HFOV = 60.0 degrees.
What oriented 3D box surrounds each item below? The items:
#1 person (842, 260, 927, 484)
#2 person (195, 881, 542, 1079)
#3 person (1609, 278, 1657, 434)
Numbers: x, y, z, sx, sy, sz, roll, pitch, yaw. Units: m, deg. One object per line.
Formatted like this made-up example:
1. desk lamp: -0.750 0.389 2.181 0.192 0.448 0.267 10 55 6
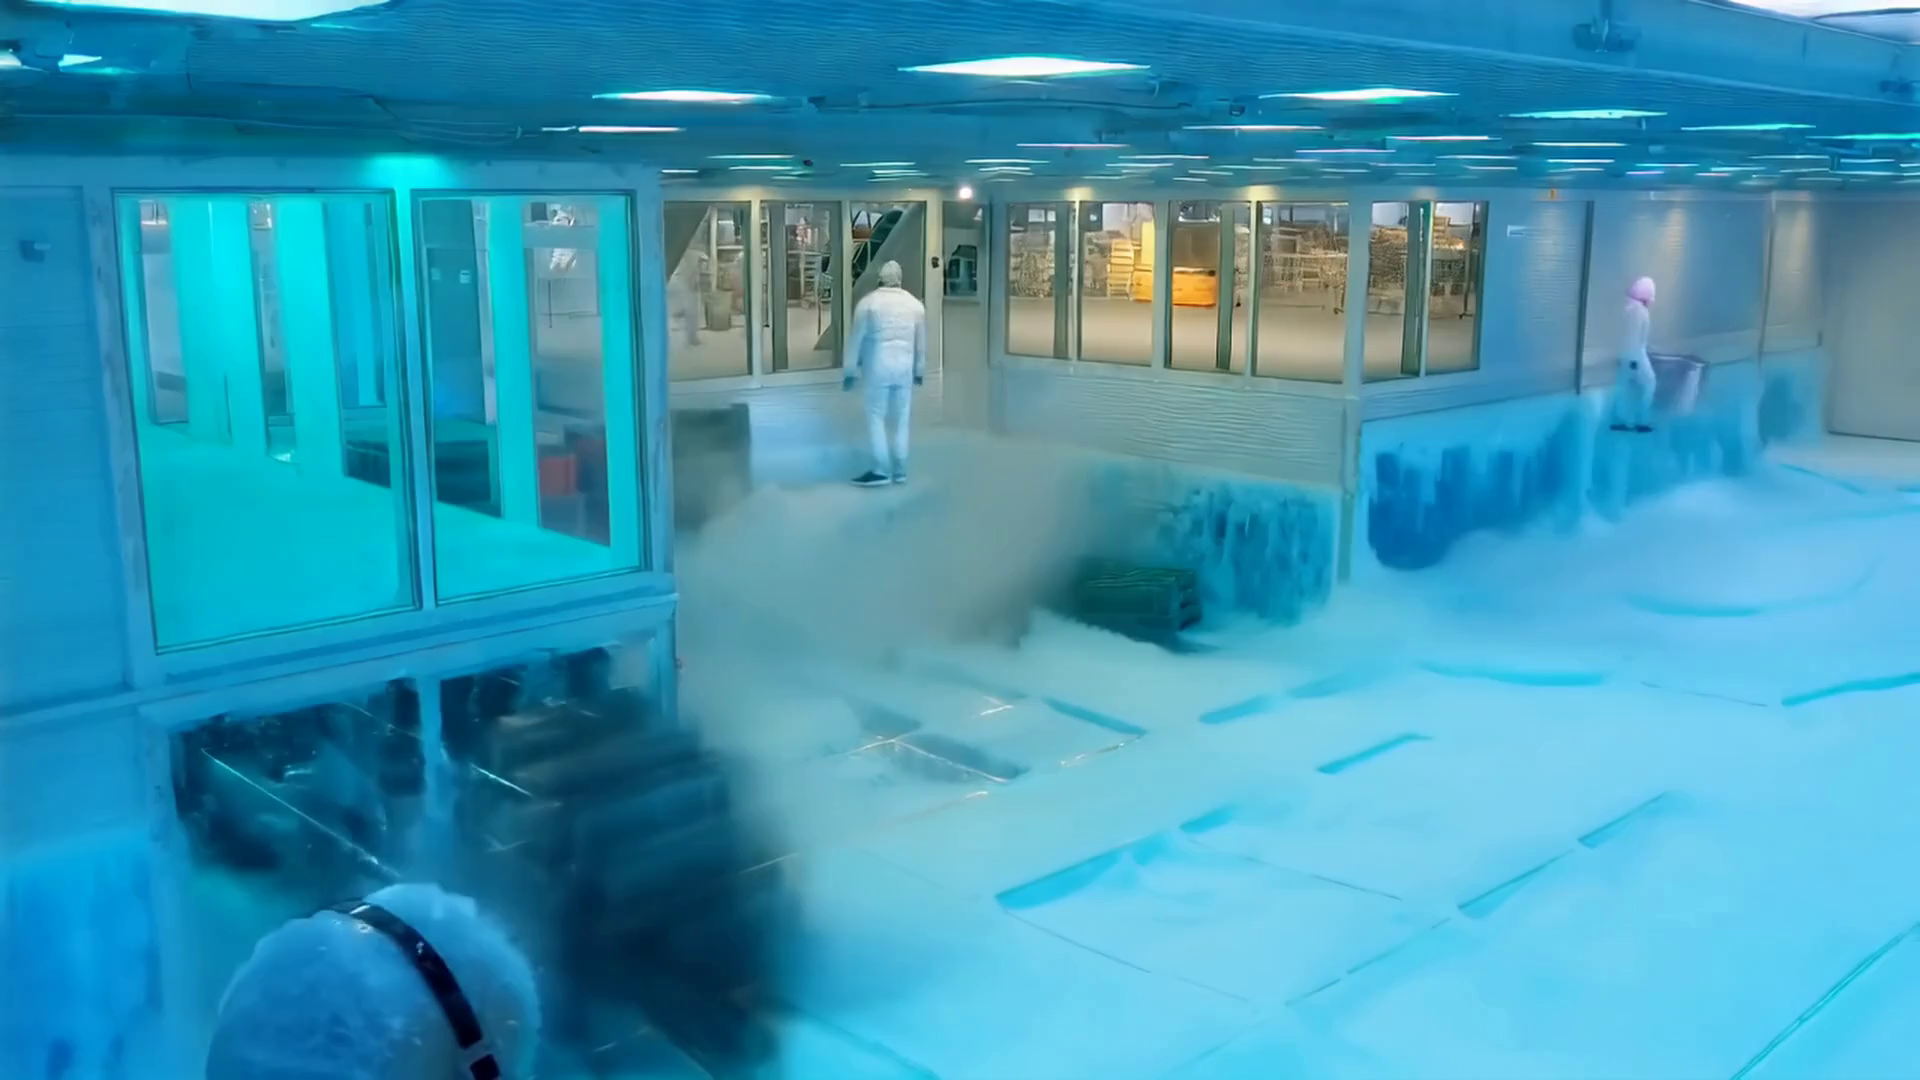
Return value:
1. person: -0.641 -1.421 14.144 0.723 1.889 0.412 -5 12 -22
2. person: -0.391 1.151 1.329 0.501 1.865 0.324 10 15 40
3. person: 7.043 -1.894 17.187 0.574 1.613 0.516 2 11 10
